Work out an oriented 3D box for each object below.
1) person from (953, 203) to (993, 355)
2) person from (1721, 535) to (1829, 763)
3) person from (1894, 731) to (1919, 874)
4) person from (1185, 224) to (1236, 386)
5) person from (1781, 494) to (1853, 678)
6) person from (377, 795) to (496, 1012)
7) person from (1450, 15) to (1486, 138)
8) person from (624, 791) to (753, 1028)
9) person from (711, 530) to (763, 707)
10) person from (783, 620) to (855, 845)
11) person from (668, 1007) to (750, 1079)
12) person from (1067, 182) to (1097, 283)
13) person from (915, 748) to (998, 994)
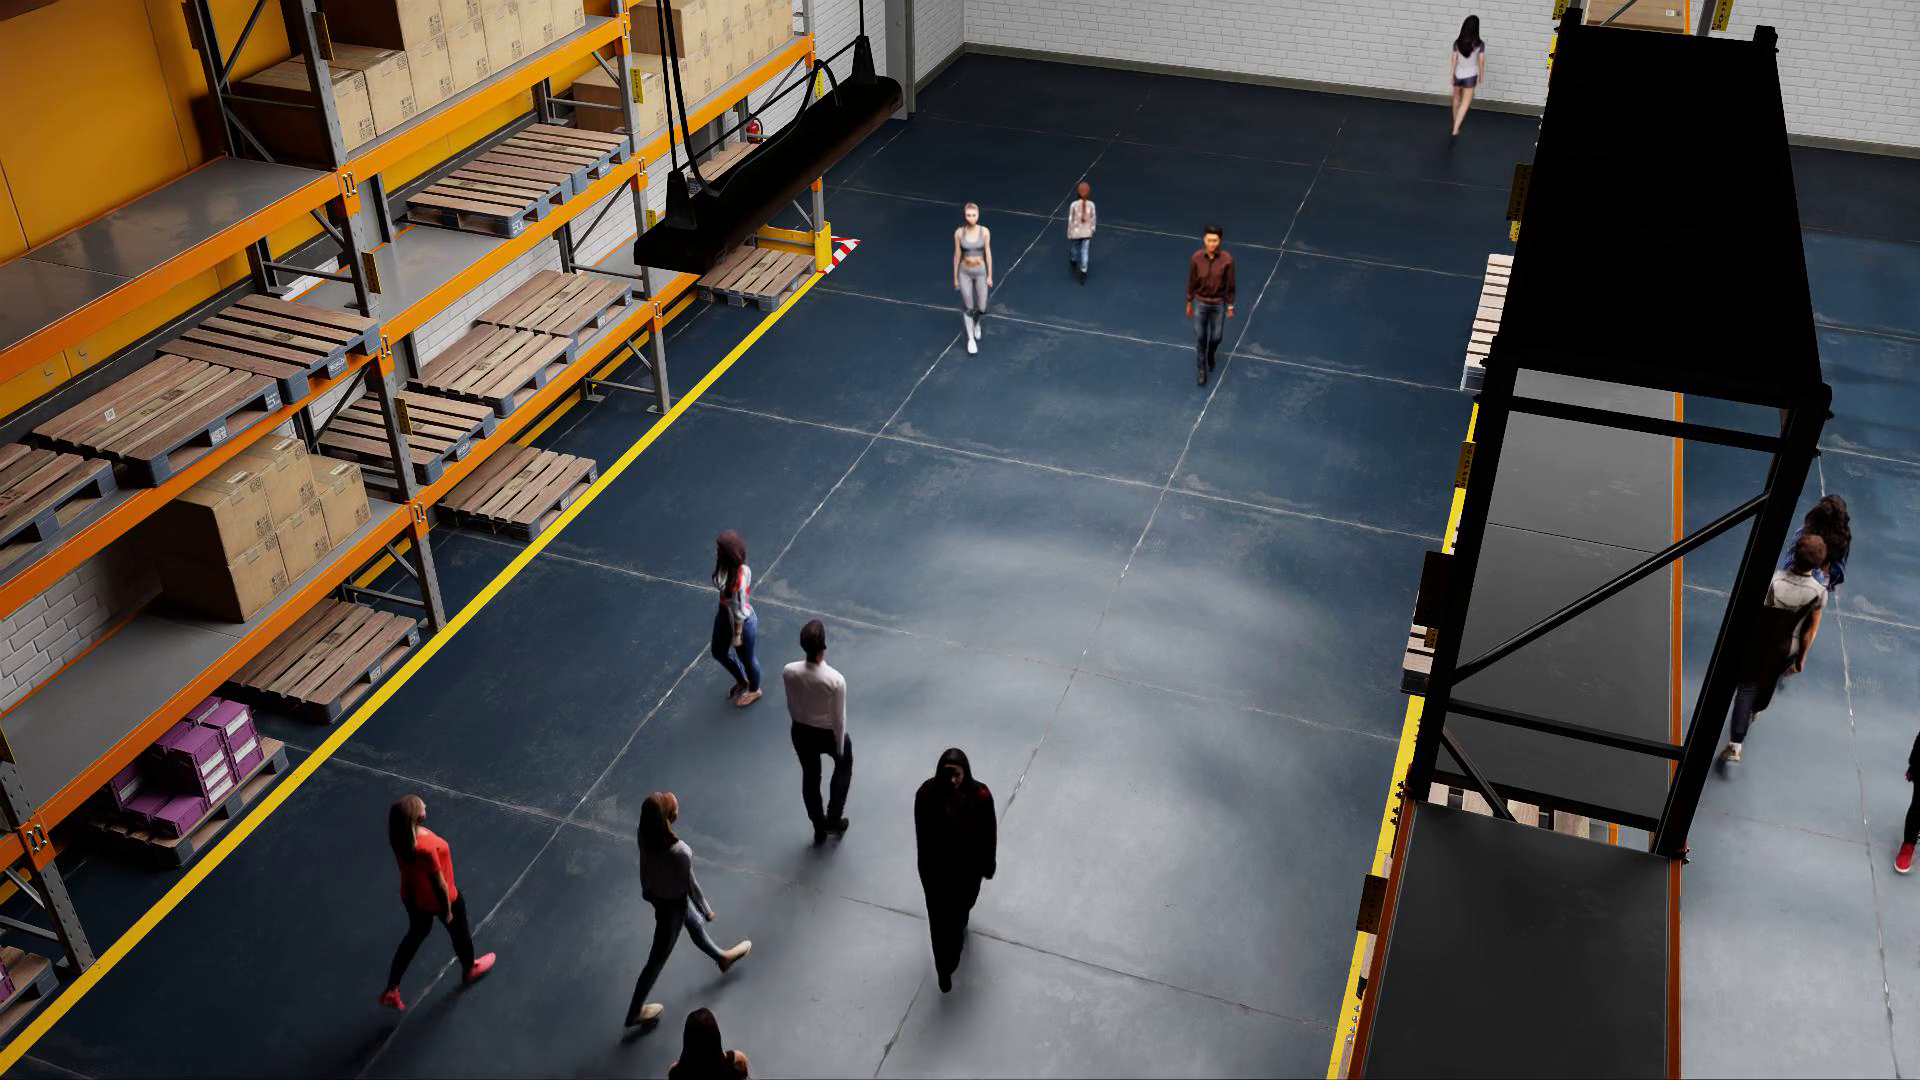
[{"bbox_3d":[0.134,-2.889,18.093,0.728,1.699,0.821,-2,34,-3],"label":"person"},{"bbox_3d":[6.016,0.832,12.348,0.716,1.860,1.231,14,36,20],"label":"person"},{"bbox_3d":[6.781,1.548,11.448,0.671,1.665,0.808,17,37,24],"label":"person"},{"bbox_3d":[2.624,-2.505,17.447,0.710,1.774,0.748,7,34,11],"label":"person"},{"bbox_3d":[6.776,0.381,13.274,0.663,1.586,1.028,14,36,20],"label":"person"},{"bbox_3d":[-3.376,2.269,10.355,0.743,1.674,1.079,21,39,28],"label":"person"},{"bbox_3d":[7.179,-6.562,23.642,0.773,1.673,1.125,19,38,27],"label":"person"},{"bbox_3d":[-1.850,2.308,10.240,1.277,1.737,1.009,-26,42,-33],"label":"person"},{"bbox_3d":[-1.669,0.592,12.943,0.736,1.602,0.716,-24,41,-32],"label":"person"},{"bbox_3d":[-1.012,1.395,11.505,0.658,1.856,0.670,8,34,11],"label":"person"},{"bbox_3d":[-1.289,3.212,8.934,0.818,1.677,0.931,-6,34,-9],"label":"person"},{"bbox_3d":[1.444,-3.619,19.674,0.680,1.164,0.879,0,34,-1],"label":"person"},{"bbox_3d":[-0.022,1.987,10.750,0.910,1.706,1.158,0,34,-1],"label":"person"}]
